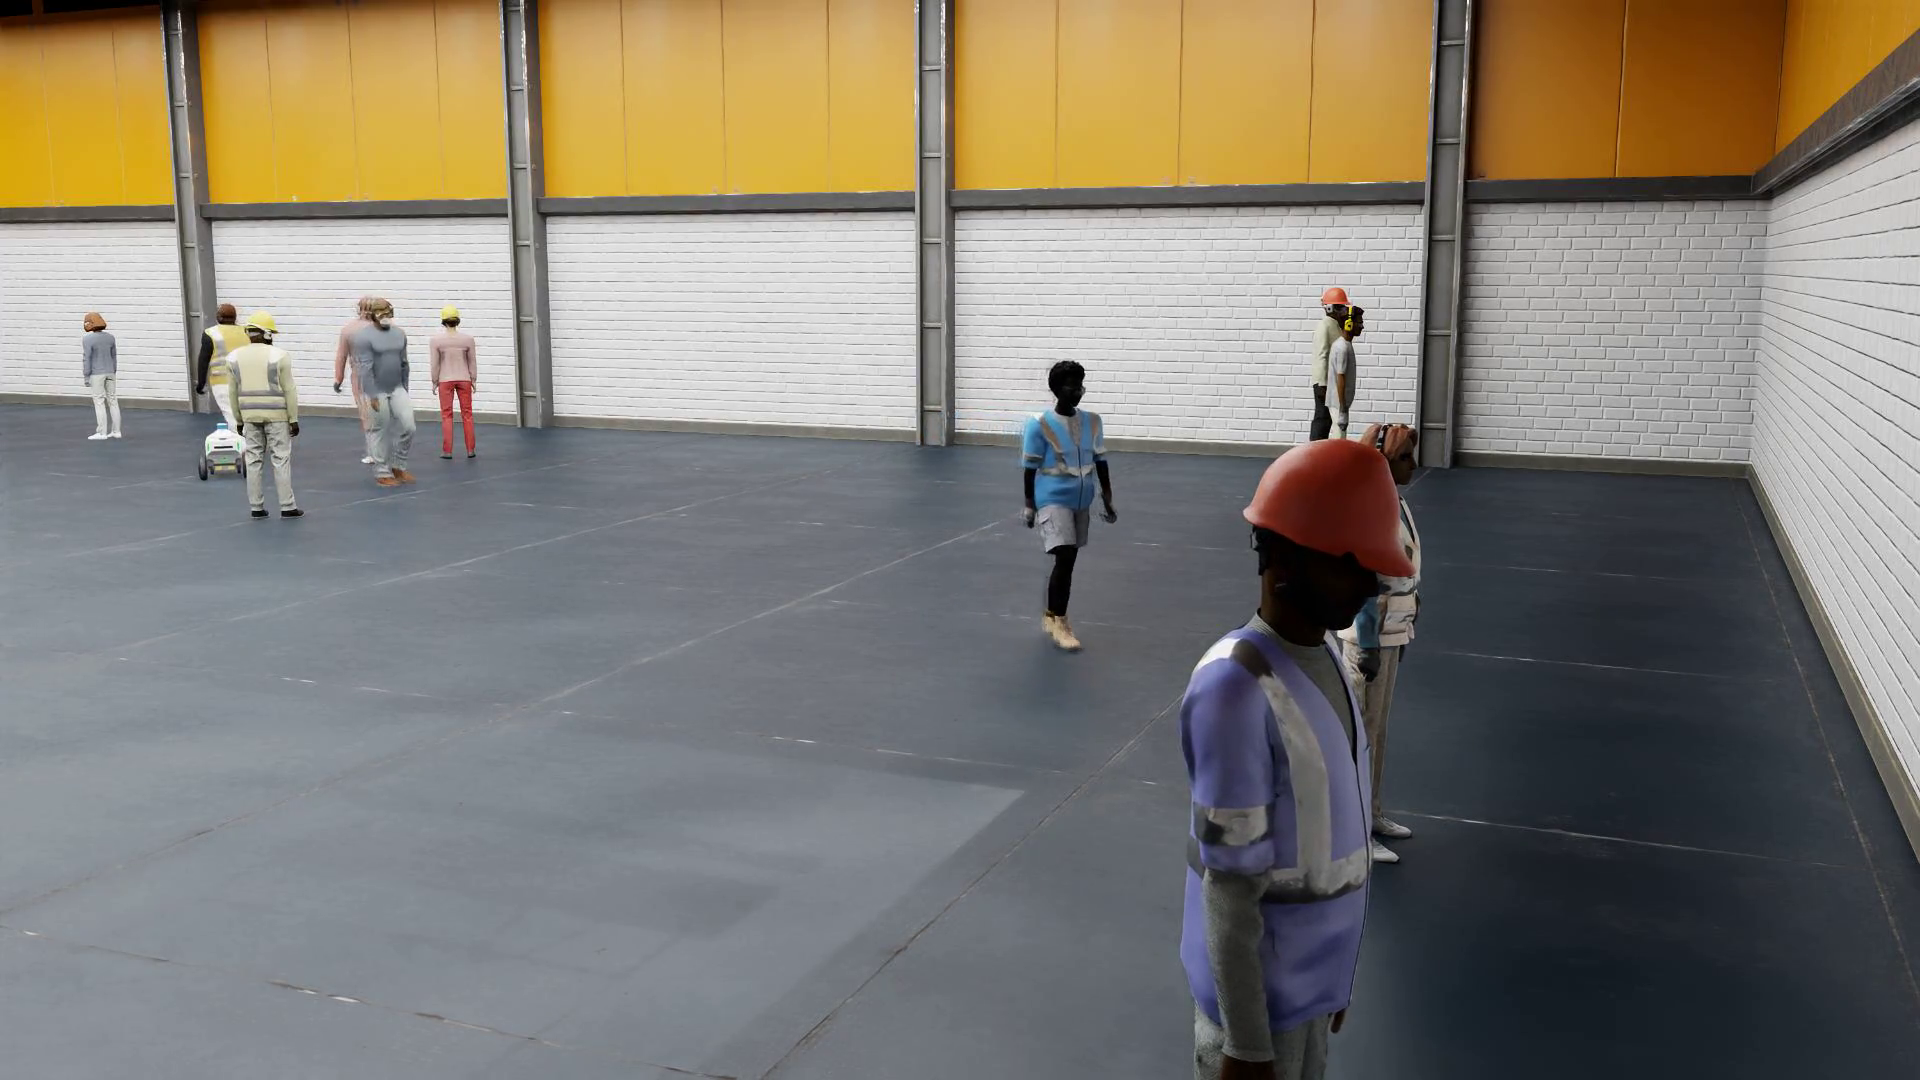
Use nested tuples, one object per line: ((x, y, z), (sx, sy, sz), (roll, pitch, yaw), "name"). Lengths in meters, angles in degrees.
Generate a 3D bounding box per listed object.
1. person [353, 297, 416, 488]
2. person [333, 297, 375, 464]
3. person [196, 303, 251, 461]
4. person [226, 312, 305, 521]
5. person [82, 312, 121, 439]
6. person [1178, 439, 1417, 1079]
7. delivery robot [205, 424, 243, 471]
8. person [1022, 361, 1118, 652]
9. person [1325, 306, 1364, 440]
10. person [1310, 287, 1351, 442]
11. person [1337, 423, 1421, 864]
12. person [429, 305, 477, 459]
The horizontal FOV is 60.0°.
((-5.712, -1.452, 16.555), (0.526, 1.908, 0.641), (6, 11, 34), "person")
((-6.733, -1.809, 18.841), (0.659, 1.857, 0.903), (-8, 12, -41), "person")
((-8.358, -1.812, 19.079), (0.957, 1.802, 0.633), (7, 12, 36), "person")
((-6.041, -1.071, 14.493), (0.588, 1.822, 0.403), (0, 9, 3), "person")
((-11.016, -2.099, 21.315), (0.277, 1.629, 0.501), (4, 10, 21), "person")
((0.592, 0.779, 2.968), (0.374, 1.927, 0.542), (5, 10, 26), "person")
((-7.743, -0.980, 17.487), (0.477, 0.478, 0.707), (-4, 10, -23), "delivery robot")
((0.664, -0.195, 9.644), (0.541, 1.673, 0.641), (-7, 12, -37), "person")
((3.488, -1.196, 15.150), (0.323, 1.862, 0.511), (2, 10, 11), "person")
((3.893, -1.654, 17.504), (0.395, 1.993, 0.614), (5, 10, 26), "person")
((1.573, 0.375, 6.280), (0.307, 1.640, 0.520), (4, 10, 24), "person")
((-5.826, -1.813, 19.151), (0.525, 1.772, 0.306), (-5, 10, -26), "person")
